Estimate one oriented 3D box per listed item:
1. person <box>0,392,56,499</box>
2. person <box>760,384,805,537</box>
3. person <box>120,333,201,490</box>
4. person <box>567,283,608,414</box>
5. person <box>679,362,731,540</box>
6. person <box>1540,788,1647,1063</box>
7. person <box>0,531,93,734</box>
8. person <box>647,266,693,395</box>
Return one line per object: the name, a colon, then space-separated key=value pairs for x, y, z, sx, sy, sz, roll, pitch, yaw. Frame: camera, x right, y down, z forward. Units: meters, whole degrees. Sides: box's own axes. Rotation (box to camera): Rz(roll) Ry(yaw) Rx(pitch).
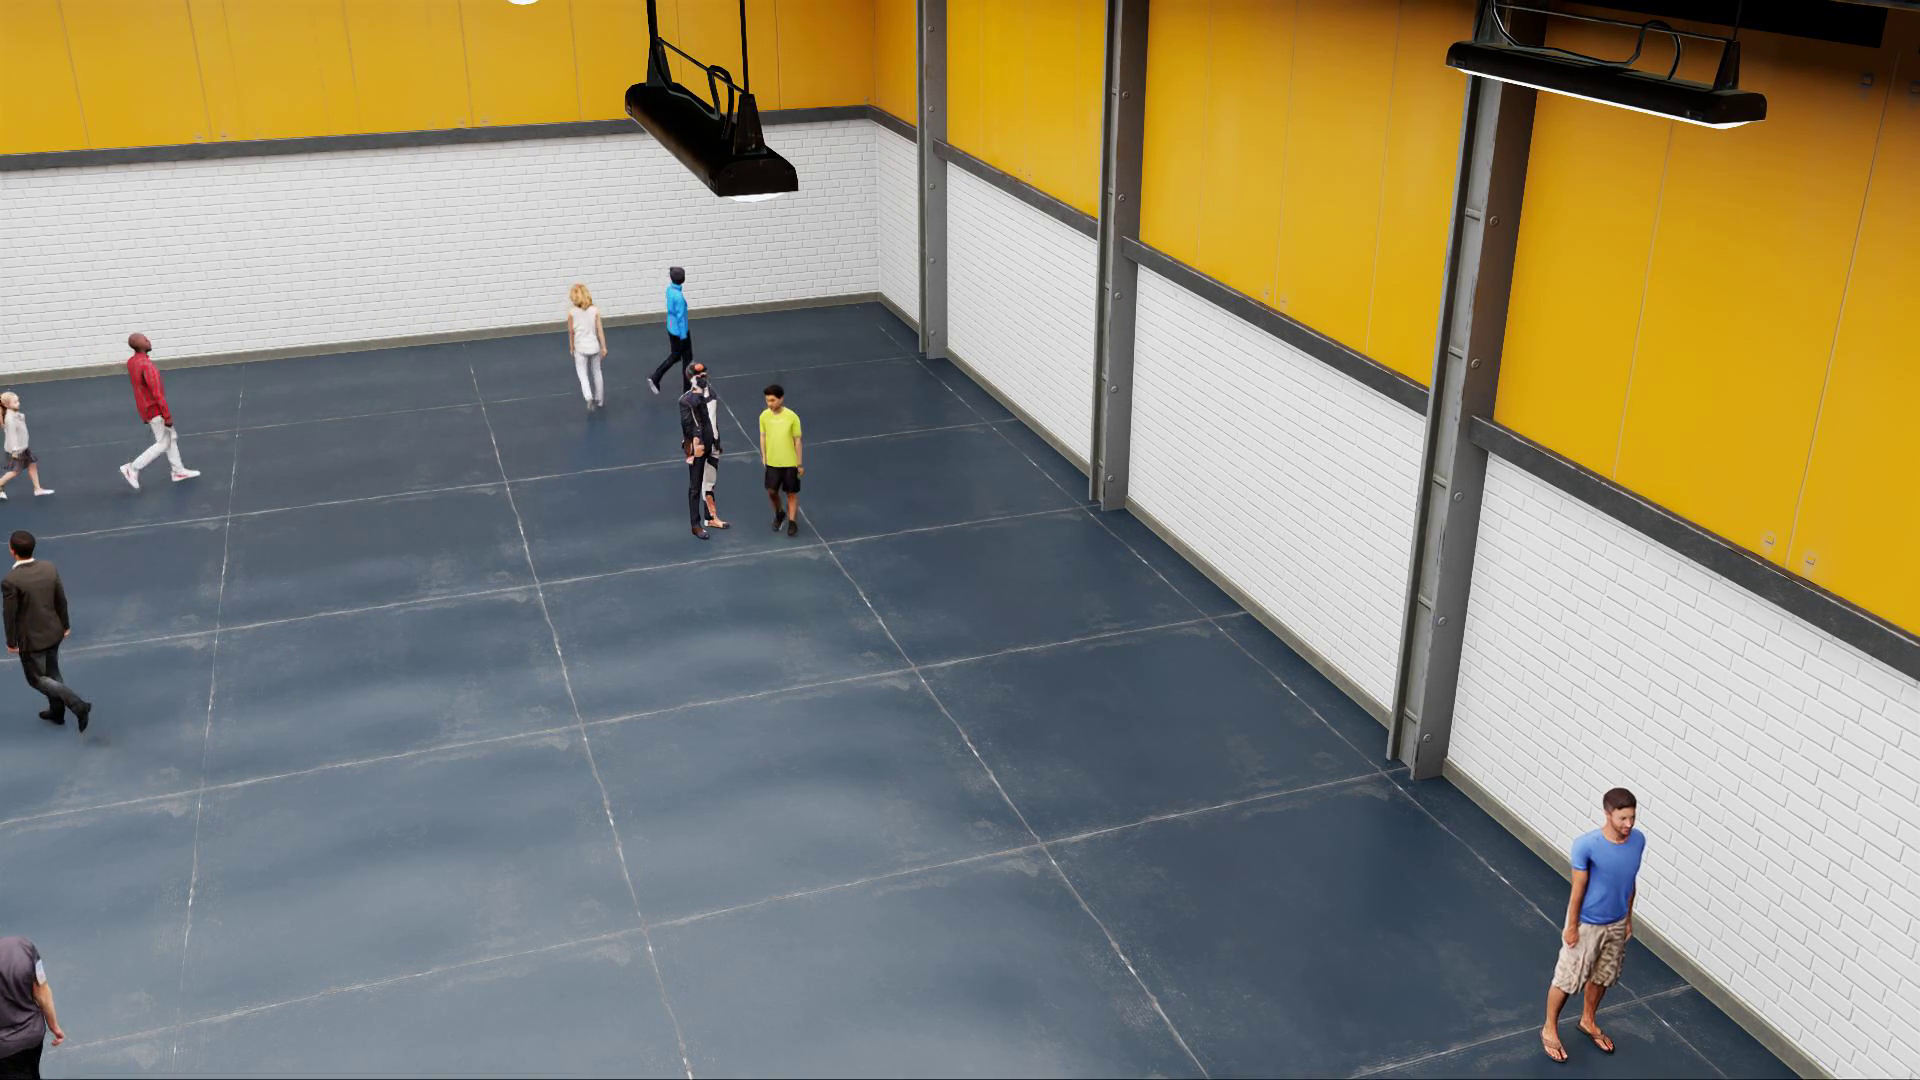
person: x=-10.621 y=-1.036 z=18.606 sx=0.630 sy=1.251 sz=0.803 roll=-6 pitch=24 yaw=-13
person: x=-1.866 y=-0.882 z=17.701 sx=0.775 sy=1.694 sz=0.802 roll=3 pitch=24 yaw=7
person: x=-9.217 y=-1.446 z=18.861 sx=0.959 sy=1.799 sz=1.108 roll=-19 pitch=30 yaw=-37
person: x=-4.795 y=-2.444 z=21.322 sx=0.622 sy=1.655 sz=0.896 roll=-8 pitch=25 yaw=-17
person: x=-2.744 y=-0.980 z=17.676 sx=0.800 sy=1.893 sz=0.771 roll=14 pitch=27 yaw=30
person: x=3.900 y=2.312 z=10.182 sx=0.660 sy=1.863 sz=0.564 roll=-6 pitch=24 yaw=-14
person: x=-7.568 y=0.790 z=13.761 sx=1.076 sy=1.786 sz=1.038 roll=9 pitch=25 yaw=19
person: x=-3.770 y=-2.699 z=21.752 sx=0.807 sy=1.779 sz=0.961 roll=-13 pitch=27 yaw=-27
